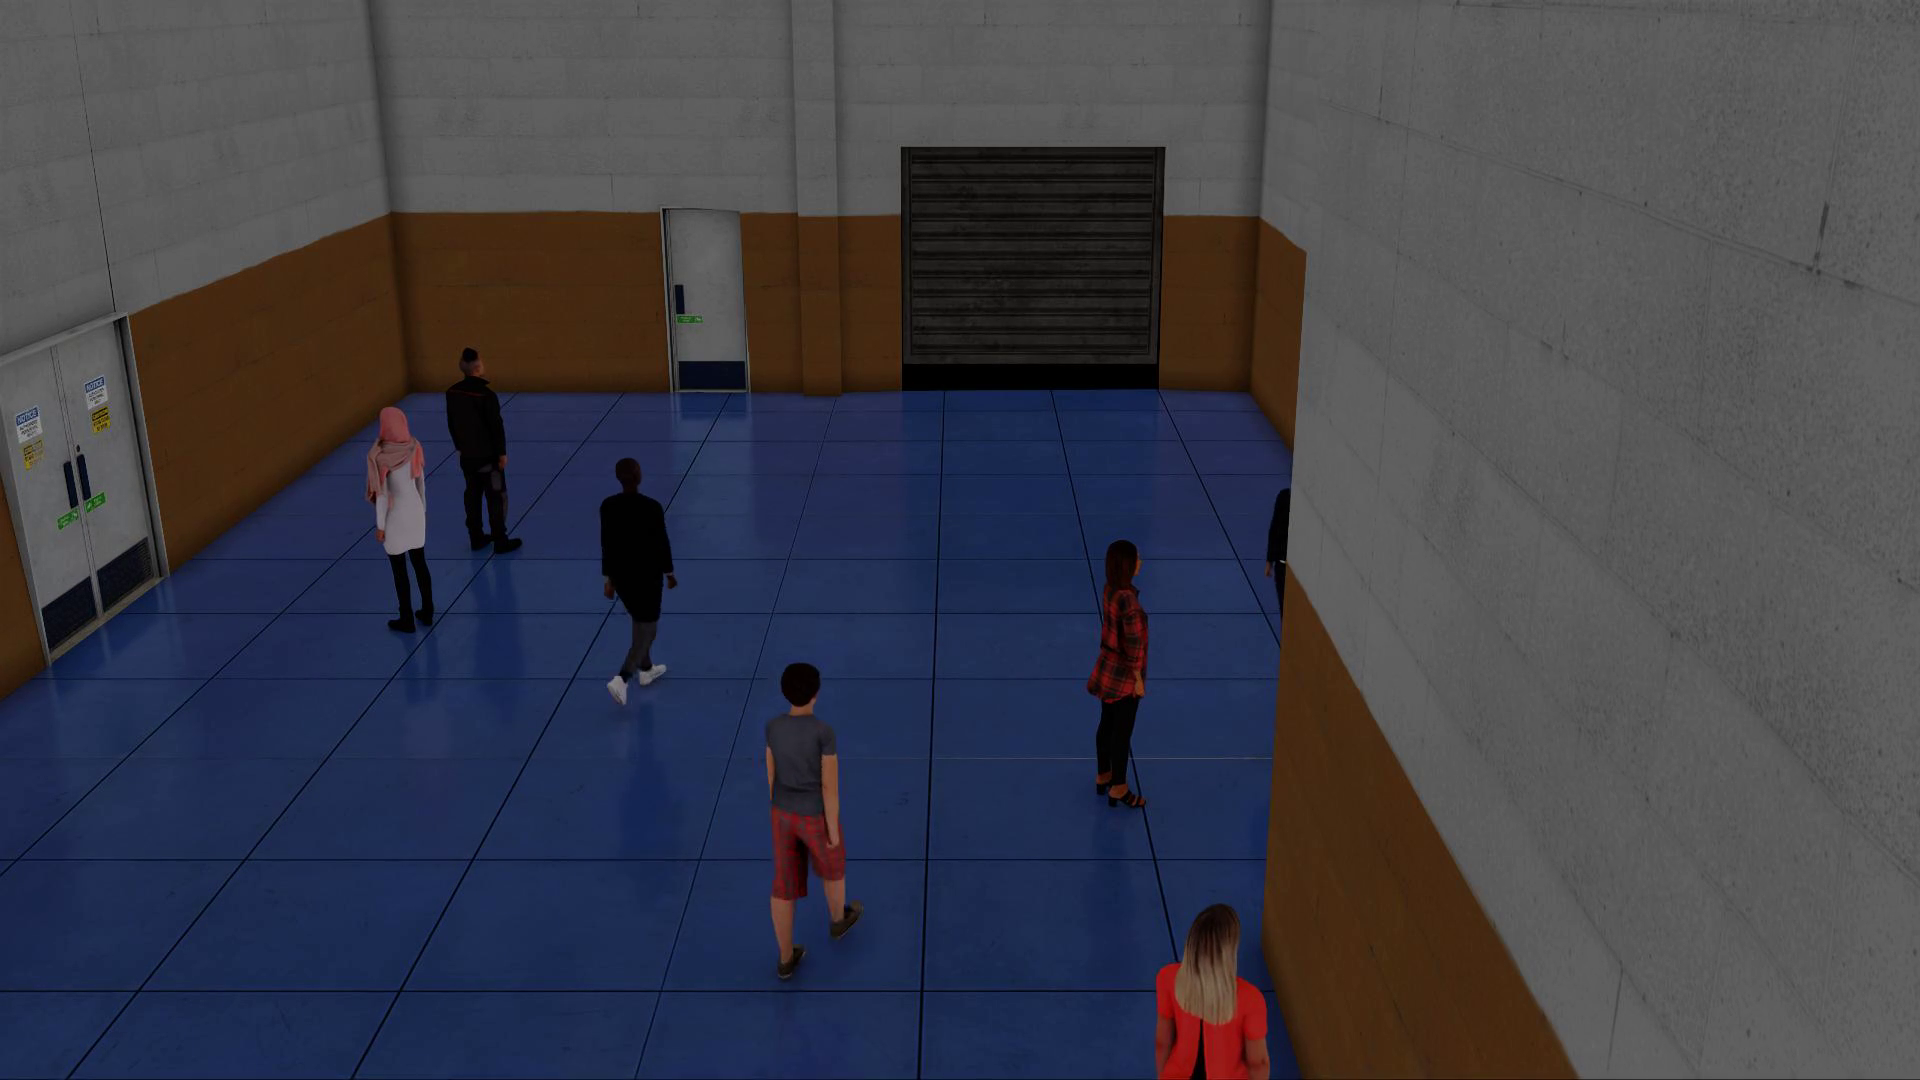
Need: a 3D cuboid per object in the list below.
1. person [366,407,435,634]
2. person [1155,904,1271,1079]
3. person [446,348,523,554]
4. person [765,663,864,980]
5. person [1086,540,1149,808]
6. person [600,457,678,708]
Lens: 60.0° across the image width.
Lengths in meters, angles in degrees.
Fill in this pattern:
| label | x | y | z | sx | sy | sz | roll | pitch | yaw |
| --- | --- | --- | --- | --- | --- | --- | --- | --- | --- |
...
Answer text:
| label | x | y | z | sx | sy | sz | roll | pitch | yaw |
| --- | --- | --- | --- | --- | --- | --- | --- | --- | --- |
| person | -4.342 | -0.166 | 12.956 | 0.782 | 1.804 | 0.742 | 13 | 23 | 34 |
| person | 0.930 | 2.139 | 6.294 | 0.616 | 1.693 | 0.734 | 9 | 21 | 26 |
| person | -4.250 | -0.812 | 14.745 | 0.757 | 1.860 | 0.912 | 10 | 21 | 27 |
| person | -0.830 | 1.456 | 8.405 | 0.942 | 1.625 | 0.839 | 6 | 20 | 17 |
| person | 0.985 | 0.811 | 10.215 | 0.645 | 1.703 | 0.671 | -6 | 19 | -16 |
| person | -2.308 | 0.312 | 11.645 | 1.113 | 1.735 | 0.979 | 8 | 20 | 22 |
